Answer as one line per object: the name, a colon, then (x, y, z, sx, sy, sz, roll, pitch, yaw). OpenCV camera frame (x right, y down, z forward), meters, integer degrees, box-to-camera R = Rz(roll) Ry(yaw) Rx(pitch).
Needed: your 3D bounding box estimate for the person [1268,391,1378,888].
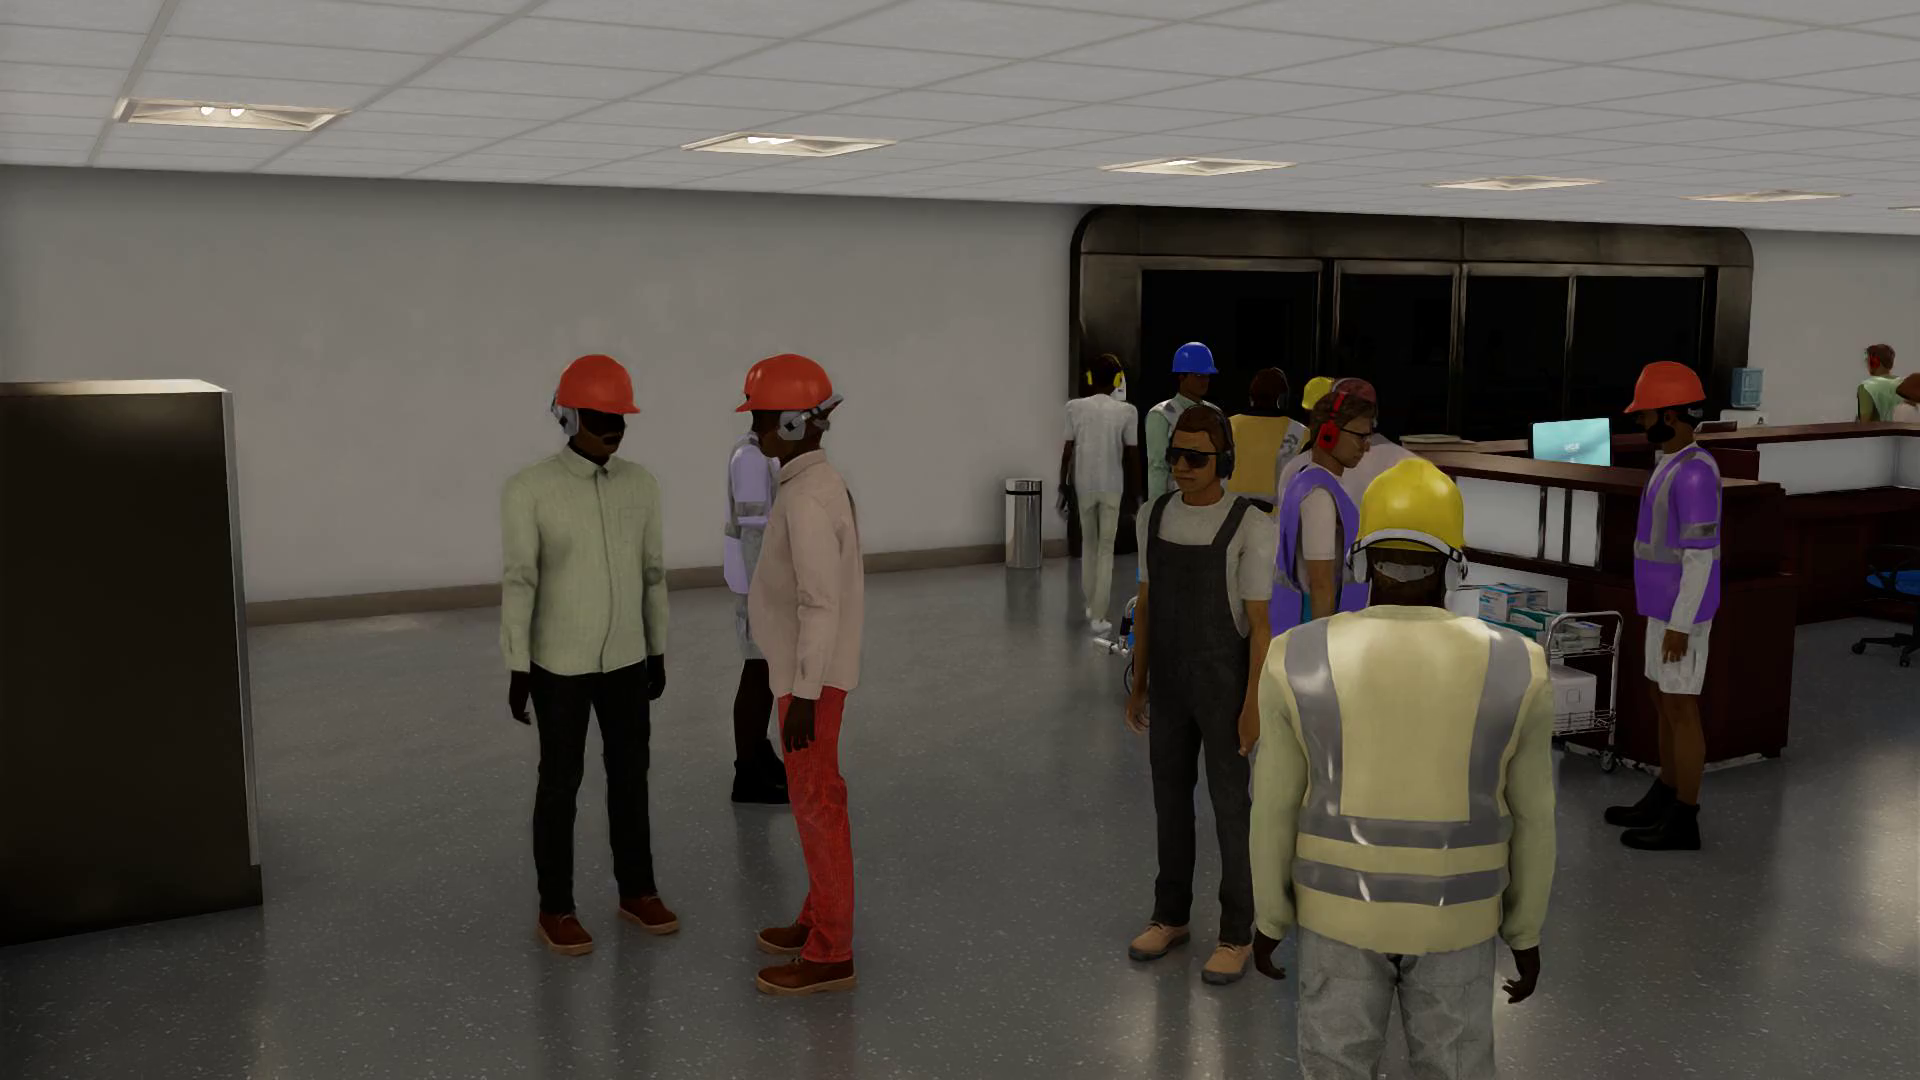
person: (1.302, 0.379, 6.070, 0.388, 1.837, 0.564, 1, 8, 8)

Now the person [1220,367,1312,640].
person: (1.597, 0.012, 8.756, 0.631, 1.835, 0.429, 5, 9, 30)

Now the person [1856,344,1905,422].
person: (7.940, -0.766, 14.364, 0.589, 1.838, 0.376, -4, 9, -26)

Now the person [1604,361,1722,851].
person: (2.789, 0.262, 6.576, 0.384, 1.930, 0.547, 2, 8, 13)

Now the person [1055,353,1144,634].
person: (0.962, -0.322, 11.113, 0.574, 1.840, 0.760, 3, 8, 18)

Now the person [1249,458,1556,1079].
person: (0.894, 0.749, 3.410, 0.601, 1.830, 0.403, 1, 8, 10)

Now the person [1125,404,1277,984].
person: (0.761, 0.482, 5.323, 0.508, 1.838, 0.342, 7, 10, 41)

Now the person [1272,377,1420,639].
person: (1.622, 0.264, 6.844, 0.654, 1.863, 0.977, -1, 8, -7)

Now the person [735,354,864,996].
person: (-0.497, 0.416, 5.226, 0.392, 1.992, 0.623, -1, 8, -4)

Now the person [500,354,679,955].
person: (-1.217, 0.380, 5.537, 0.626, 1.987, 0.407, -8, 11, -44)

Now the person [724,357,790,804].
person: (-0.826, 0.171, 7.253, 0.389, 1.928, 0.549, 0, 8, 2)

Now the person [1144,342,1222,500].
person: (1.313, -0.163, 9.591, 0.605, 1.948, 0.387, -7, 11, -42)
